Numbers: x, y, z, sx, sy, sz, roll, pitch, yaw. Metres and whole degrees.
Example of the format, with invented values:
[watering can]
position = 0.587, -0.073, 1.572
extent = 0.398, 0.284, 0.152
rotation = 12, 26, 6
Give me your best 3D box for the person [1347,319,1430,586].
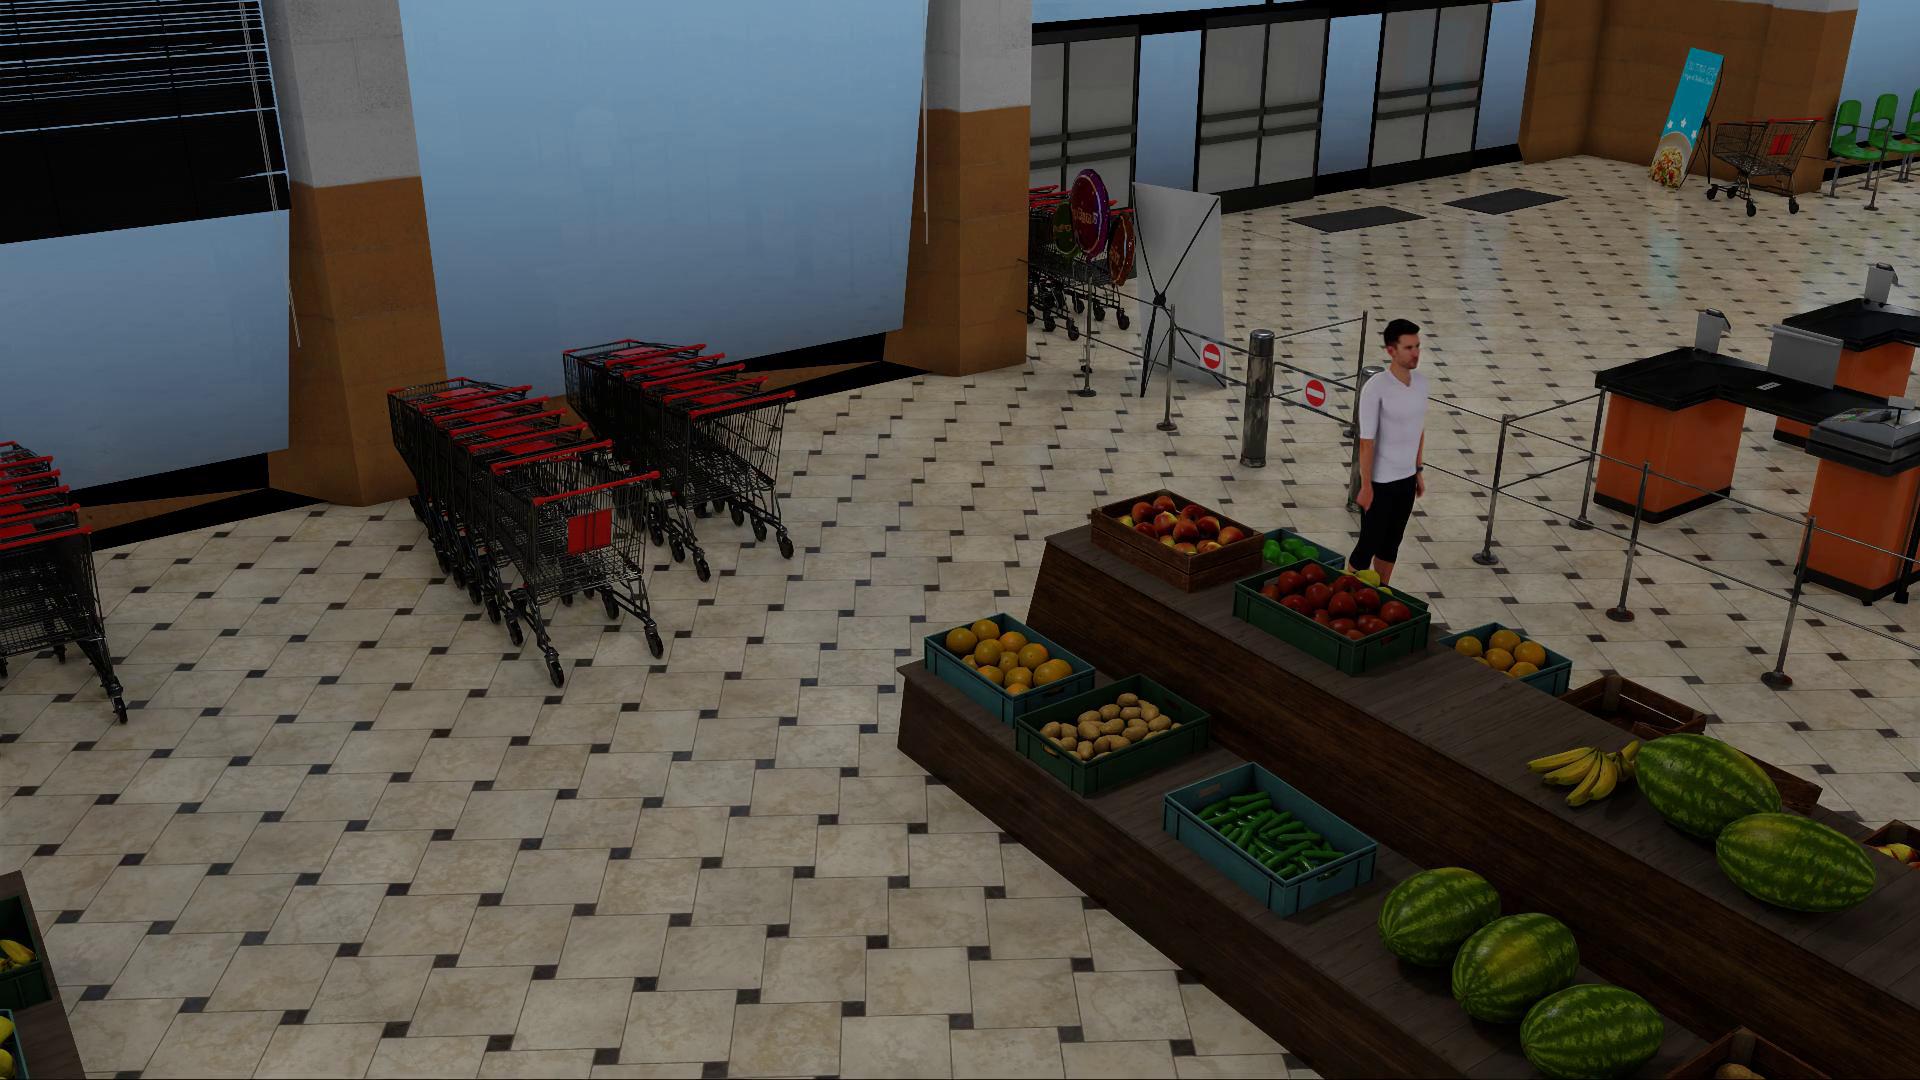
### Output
[person]
position = 2.486, -0.383, 9.658
extent = 0.654, 1.852, 0.547
rotation = -15, 28, -31
